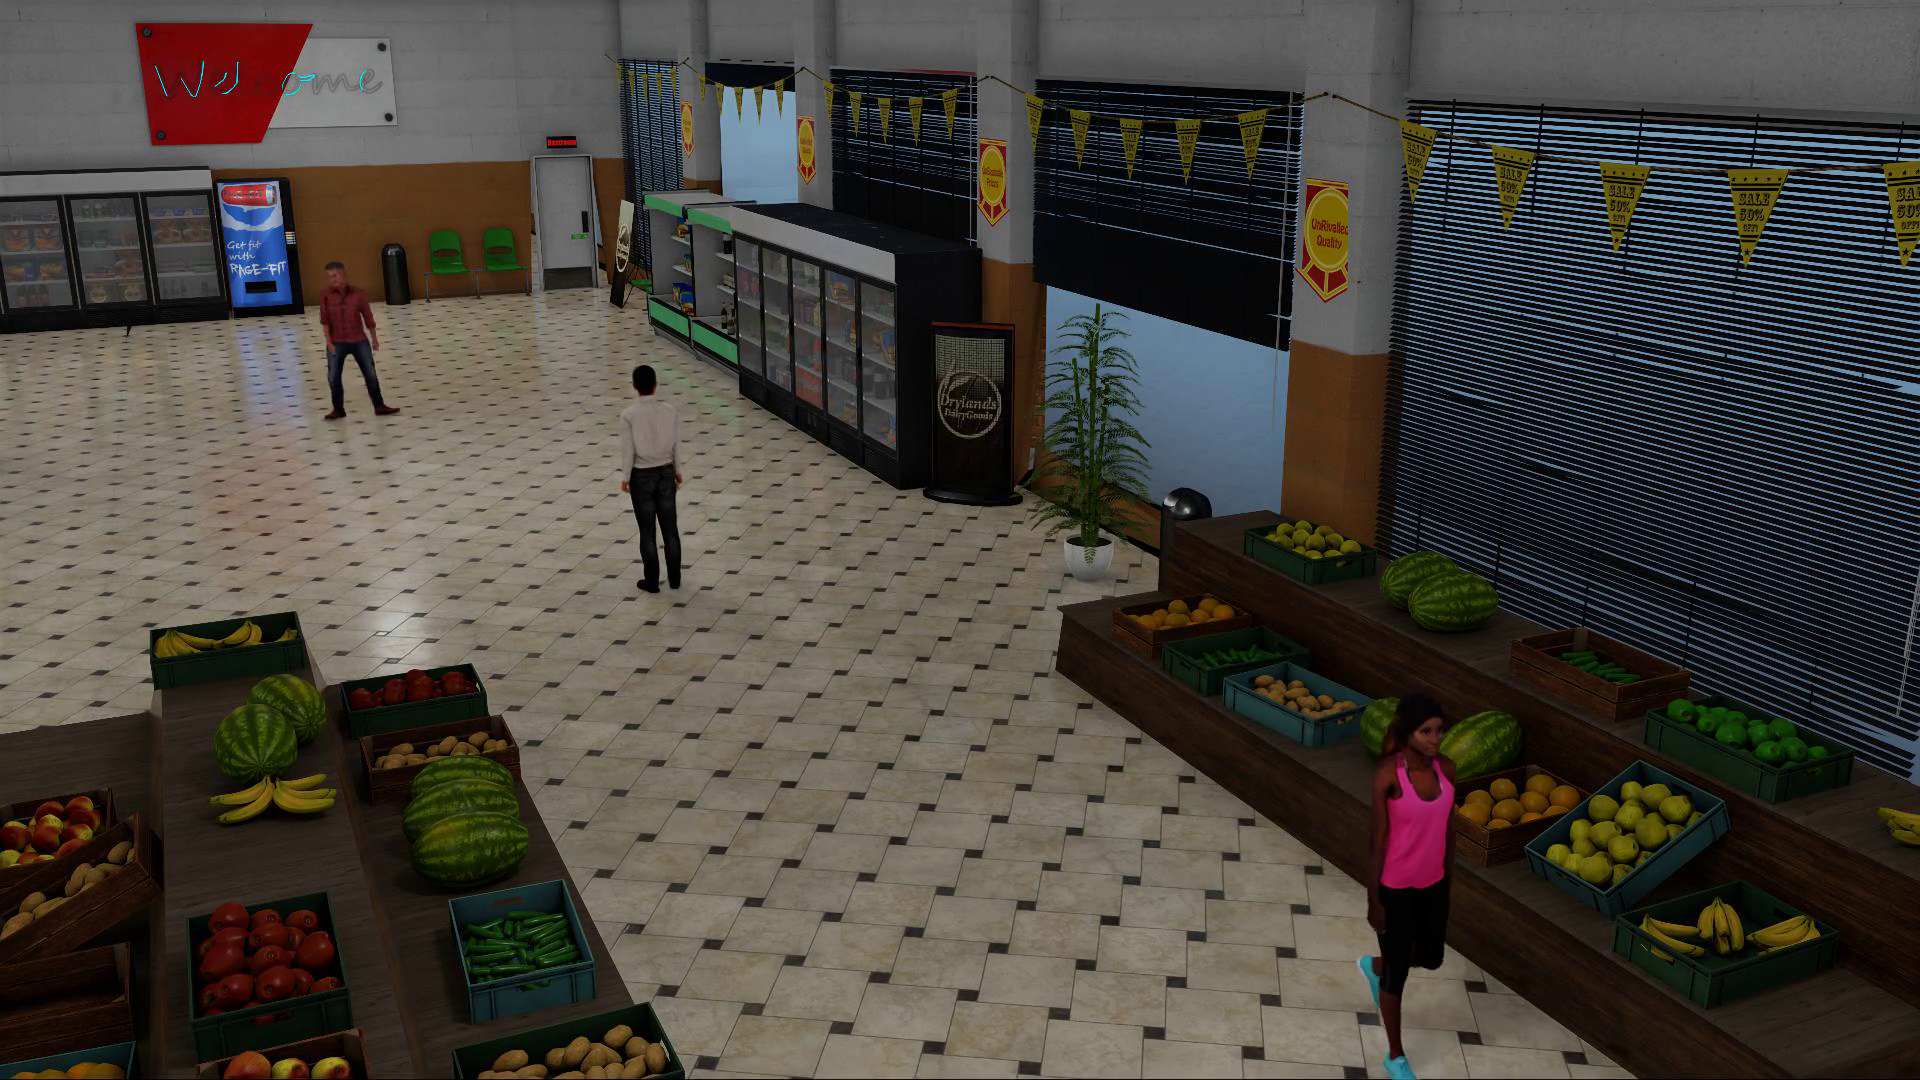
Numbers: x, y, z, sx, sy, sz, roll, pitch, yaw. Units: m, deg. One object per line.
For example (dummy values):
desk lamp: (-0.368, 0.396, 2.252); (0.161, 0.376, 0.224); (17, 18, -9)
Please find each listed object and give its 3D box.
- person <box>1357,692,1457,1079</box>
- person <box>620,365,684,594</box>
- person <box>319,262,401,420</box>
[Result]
person: (1.857, 1.425, 7.026); (0.667, 1.712, 0.942); (-5, 18, -15)
person: (-2.422, -0.480, 13.136); (0.659, 1.809, 0.547); (-8, 19, -26)
person: (-6.968, -2.291, 19.096); (1.005, 1.809, 0.587); (-10, 20, -31)
